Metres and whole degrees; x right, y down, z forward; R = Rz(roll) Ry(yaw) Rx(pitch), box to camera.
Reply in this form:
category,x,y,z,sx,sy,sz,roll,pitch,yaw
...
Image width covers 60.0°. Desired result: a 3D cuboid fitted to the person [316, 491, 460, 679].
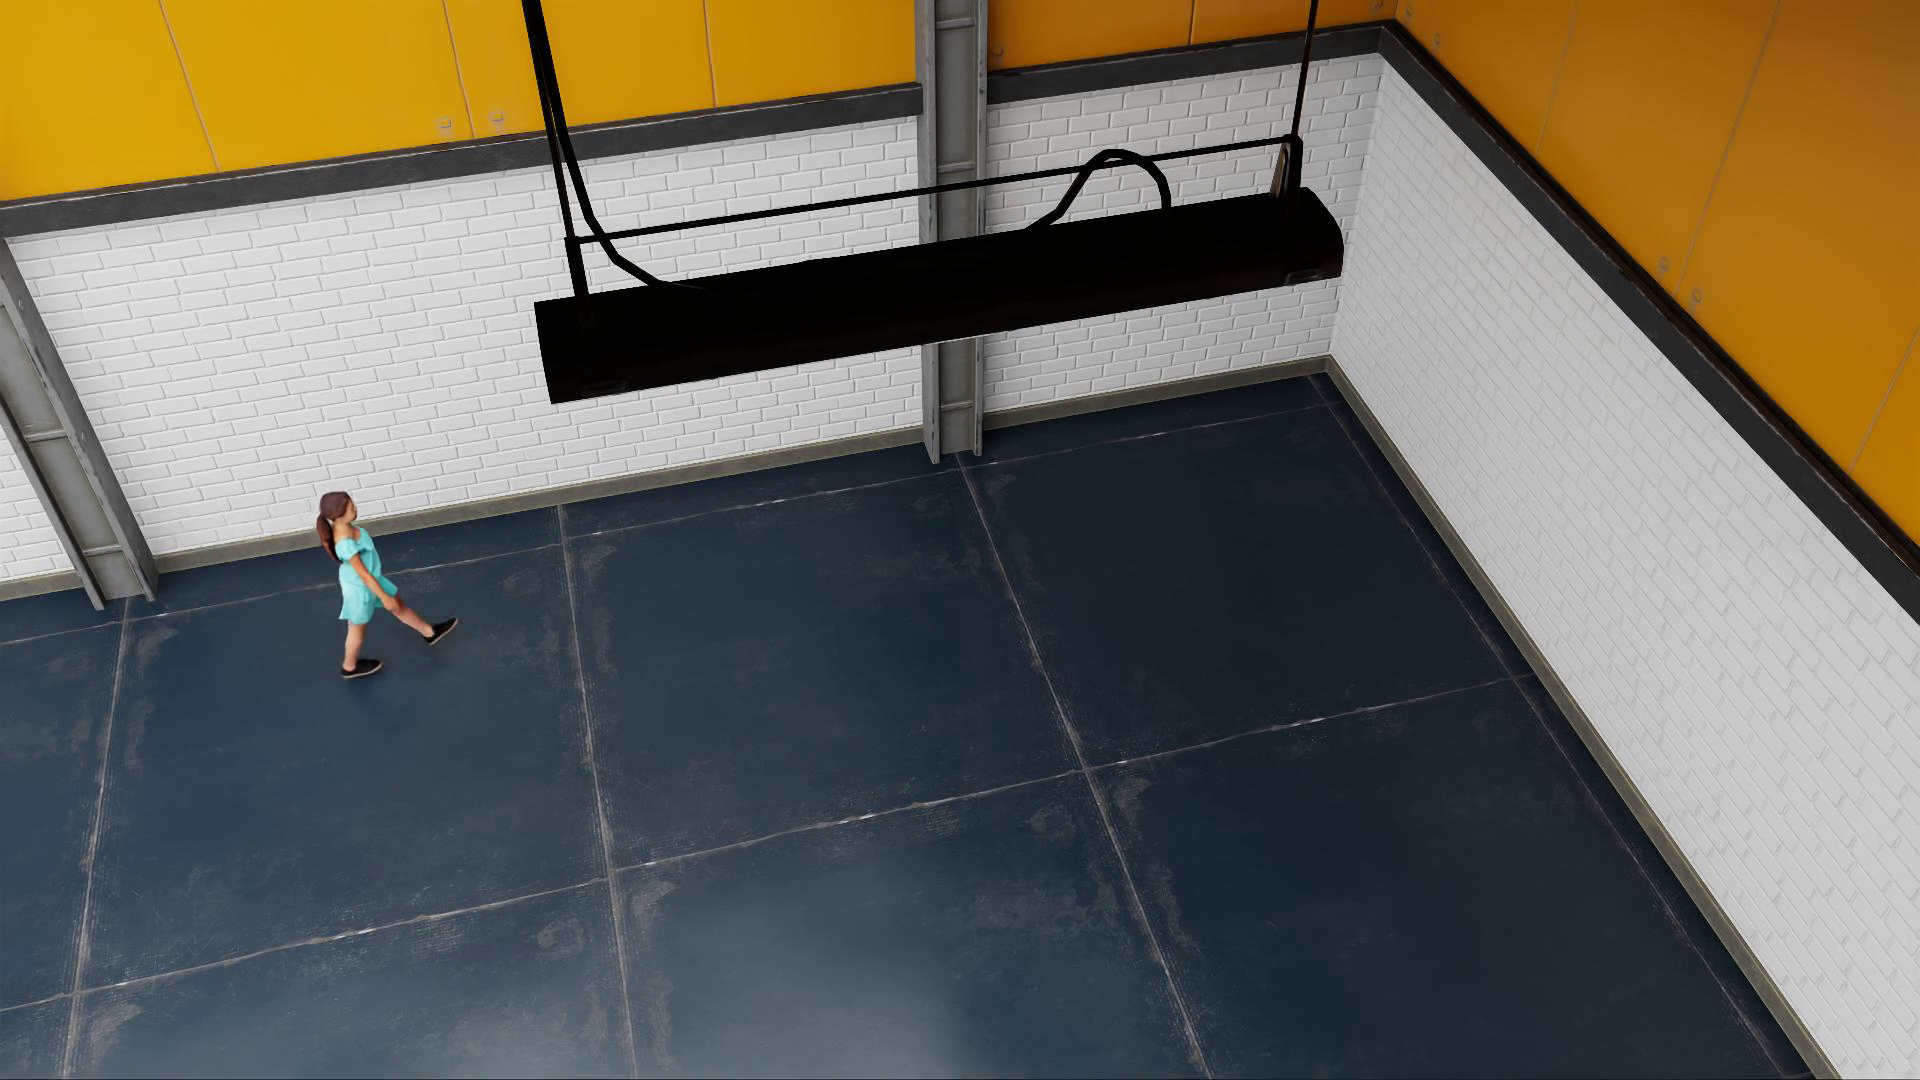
category,x,y,z,sx,sy,sz,roll,pitch,yaw
person,-3.891,0.331,10.618,1.072,1.512,0.680,-18,47,-18
